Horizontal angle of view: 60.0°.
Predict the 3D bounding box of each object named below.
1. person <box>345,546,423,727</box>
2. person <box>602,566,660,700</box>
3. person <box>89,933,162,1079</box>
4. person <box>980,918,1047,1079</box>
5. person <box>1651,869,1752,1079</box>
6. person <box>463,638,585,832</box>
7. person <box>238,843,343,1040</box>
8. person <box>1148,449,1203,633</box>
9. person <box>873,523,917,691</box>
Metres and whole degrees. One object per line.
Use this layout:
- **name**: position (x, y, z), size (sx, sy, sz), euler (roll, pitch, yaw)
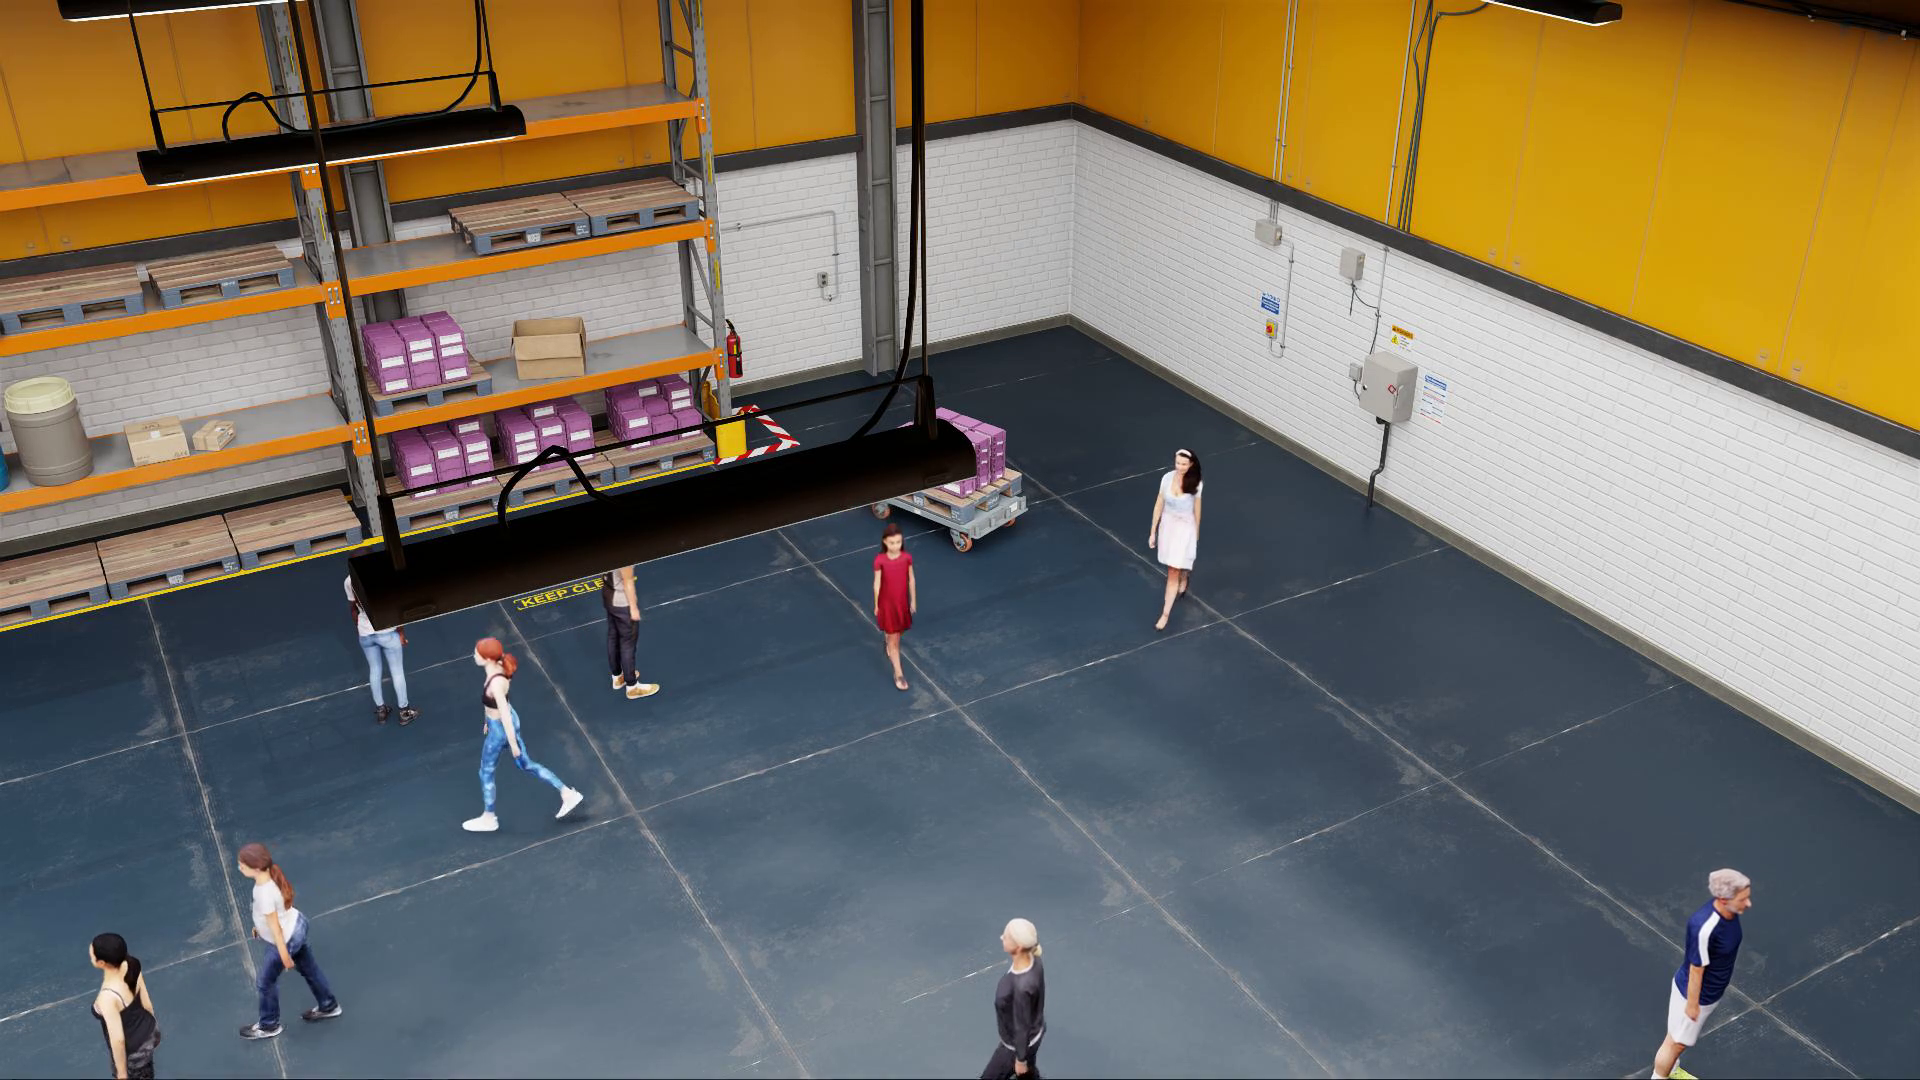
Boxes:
- **person**: position (-4.962, 0.811, 14.210), size (0.651, 1.719, 0.730), euler (4, 29, 8)
- **person**: position (-2.978, 0.508, 14.582), size (0.596, 1.896, 0.665), euler (-20, 35, -33)
- **person**: position (-4.895, 3.078, 10.055), size (0.913, 1.718, 0.783), euler (0, 29, 0)
- **person**: position (0.446, 3.022, 10.163), size (0.809, 1.713, 0.757), euler (6, 29, 10)
- **person**: position (4.647, 2.792, 10.454), size (0.762, 1.838, 0.608), euler (23, 36, 35)
- **person**: position (-3.435, 1.512, 12.892), size (1.233, 1.751, 0.899), euler (-3, 29, -5)
- **person**: position (-4.419, 2.630, 11.067), size (0.933, 1.535, 0.725), euler (-4, 29, -8)
- **person**: position (2.085, -0.076, 15.797), size (1.065, 1.756, 1.315), euler (15, 32, 25)
- **person**: position (-0.607, 0.522, 14.938), size (0.965, 1.530, 0.707), euler (-10, 30, -18)
